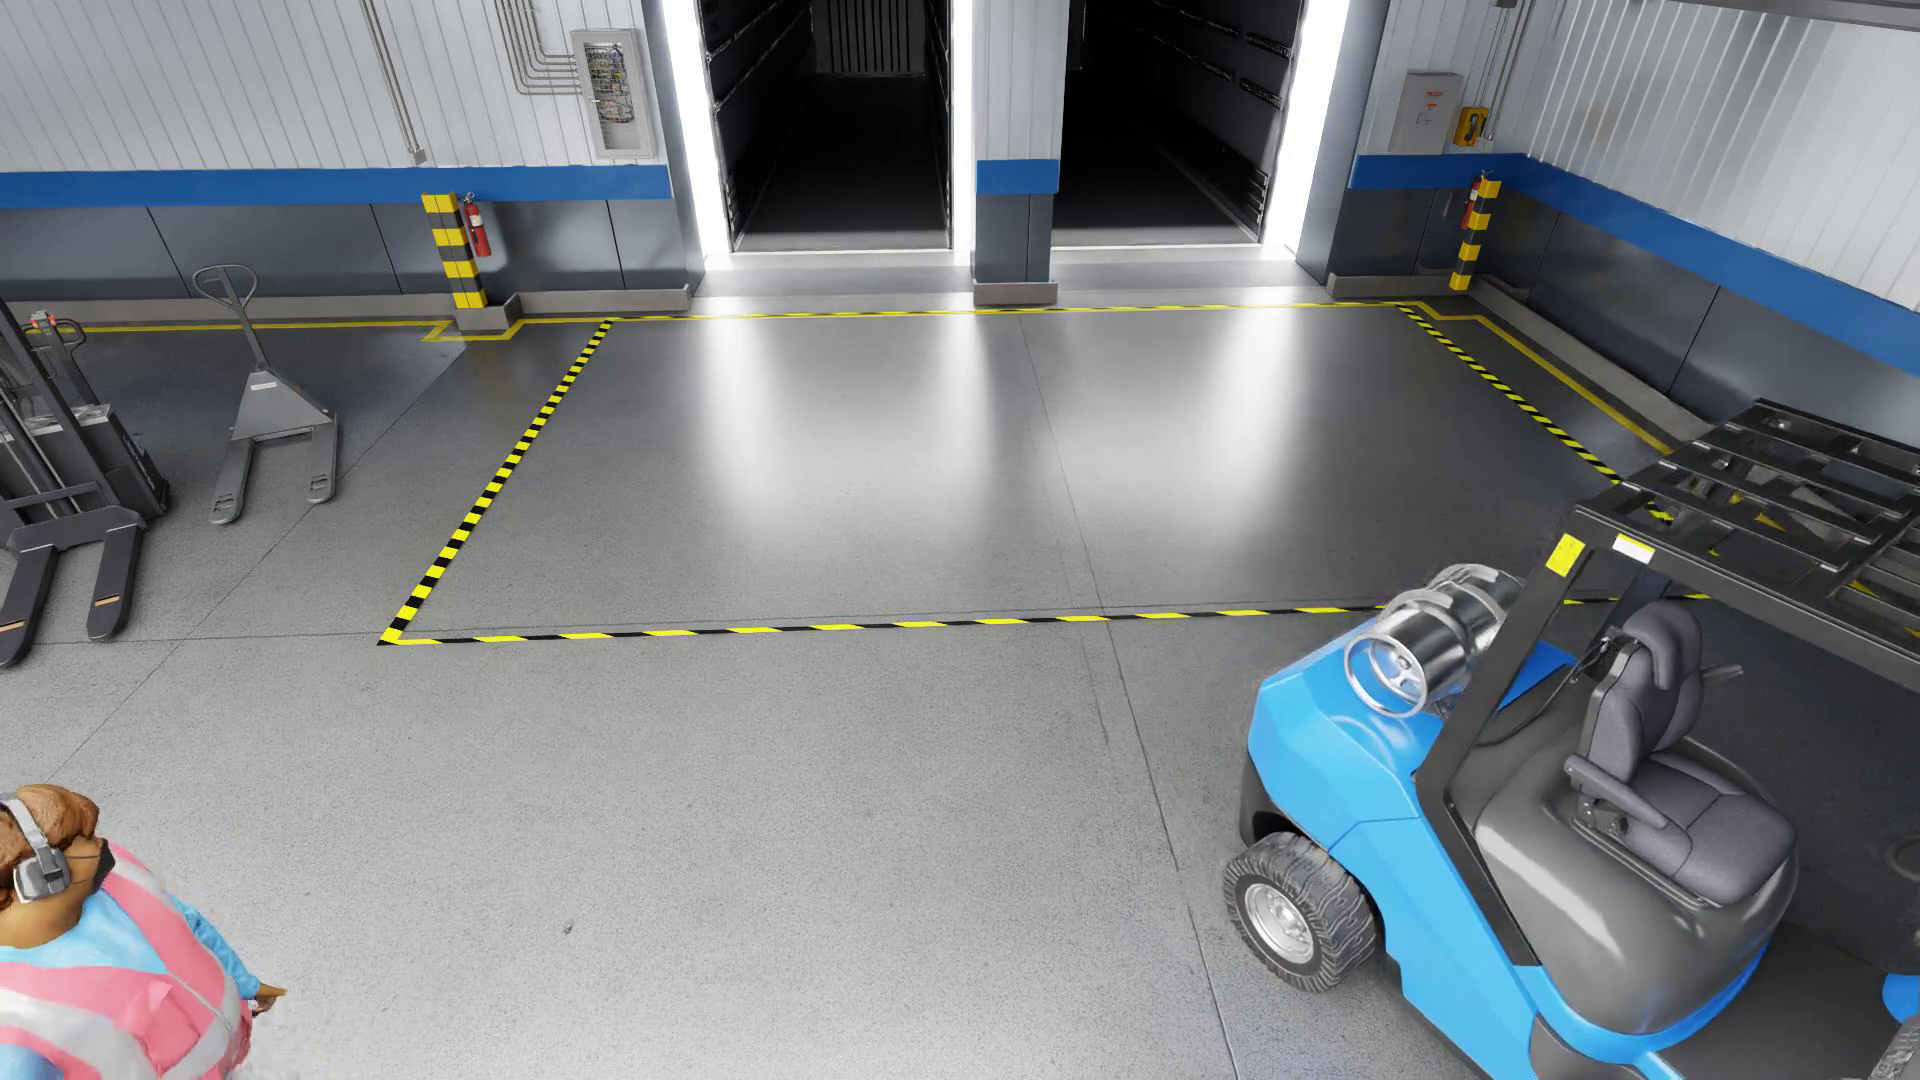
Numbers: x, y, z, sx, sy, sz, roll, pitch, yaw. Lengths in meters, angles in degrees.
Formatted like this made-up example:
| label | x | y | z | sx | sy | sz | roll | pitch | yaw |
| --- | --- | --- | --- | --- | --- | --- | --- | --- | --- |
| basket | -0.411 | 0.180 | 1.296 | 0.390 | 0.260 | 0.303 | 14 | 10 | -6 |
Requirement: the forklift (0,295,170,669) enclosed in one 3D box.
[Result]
| label | x | y | z | sx | sy | sz | roll | pitch | yaw |
| --- | --- | --- | --- | --- | --- | --- | --- | --- | --- |
| forklift | -5.212 | -0.618 | 4.878 | 0.823 | 1.965 | 1.885 | -20 | 39 | -26 |

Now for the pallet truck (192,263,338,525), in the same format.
| label | x | y | z | sx | sy | sz | roll | pitch | yaw |
| --- | --- | --- | --- | --- | --- | --- | --- | --- | --- |
| pallet truck | -4.778 | -1.027 | 6.128 | 0.680 | 1.201 | 1.601 | -17 | 38 | -23 |

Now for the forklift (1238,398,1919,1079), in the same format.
| label | x | y | z | sx | sy | sz | roll | pitch | yaw |
| --- | --- | --- | --- | --- | --- | --- | --- | --- | --- |
| forklift | 2.166 | 0.831 | 2.485 | 1.157 | 2.036 | 2.680 | -21 | 40 | -27 |

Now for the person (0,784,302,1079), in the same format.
| label | x | y | z | sx | sy | sz | roll | pitch | yaw |
| --- | --- | --- | --- | --- | --- | --- | --- | --- | --- |
| person | -1.927 | 1.363 | 2.208 | 0.432 | 1.809 | 0.748 | -6 | 35 | -9 |
